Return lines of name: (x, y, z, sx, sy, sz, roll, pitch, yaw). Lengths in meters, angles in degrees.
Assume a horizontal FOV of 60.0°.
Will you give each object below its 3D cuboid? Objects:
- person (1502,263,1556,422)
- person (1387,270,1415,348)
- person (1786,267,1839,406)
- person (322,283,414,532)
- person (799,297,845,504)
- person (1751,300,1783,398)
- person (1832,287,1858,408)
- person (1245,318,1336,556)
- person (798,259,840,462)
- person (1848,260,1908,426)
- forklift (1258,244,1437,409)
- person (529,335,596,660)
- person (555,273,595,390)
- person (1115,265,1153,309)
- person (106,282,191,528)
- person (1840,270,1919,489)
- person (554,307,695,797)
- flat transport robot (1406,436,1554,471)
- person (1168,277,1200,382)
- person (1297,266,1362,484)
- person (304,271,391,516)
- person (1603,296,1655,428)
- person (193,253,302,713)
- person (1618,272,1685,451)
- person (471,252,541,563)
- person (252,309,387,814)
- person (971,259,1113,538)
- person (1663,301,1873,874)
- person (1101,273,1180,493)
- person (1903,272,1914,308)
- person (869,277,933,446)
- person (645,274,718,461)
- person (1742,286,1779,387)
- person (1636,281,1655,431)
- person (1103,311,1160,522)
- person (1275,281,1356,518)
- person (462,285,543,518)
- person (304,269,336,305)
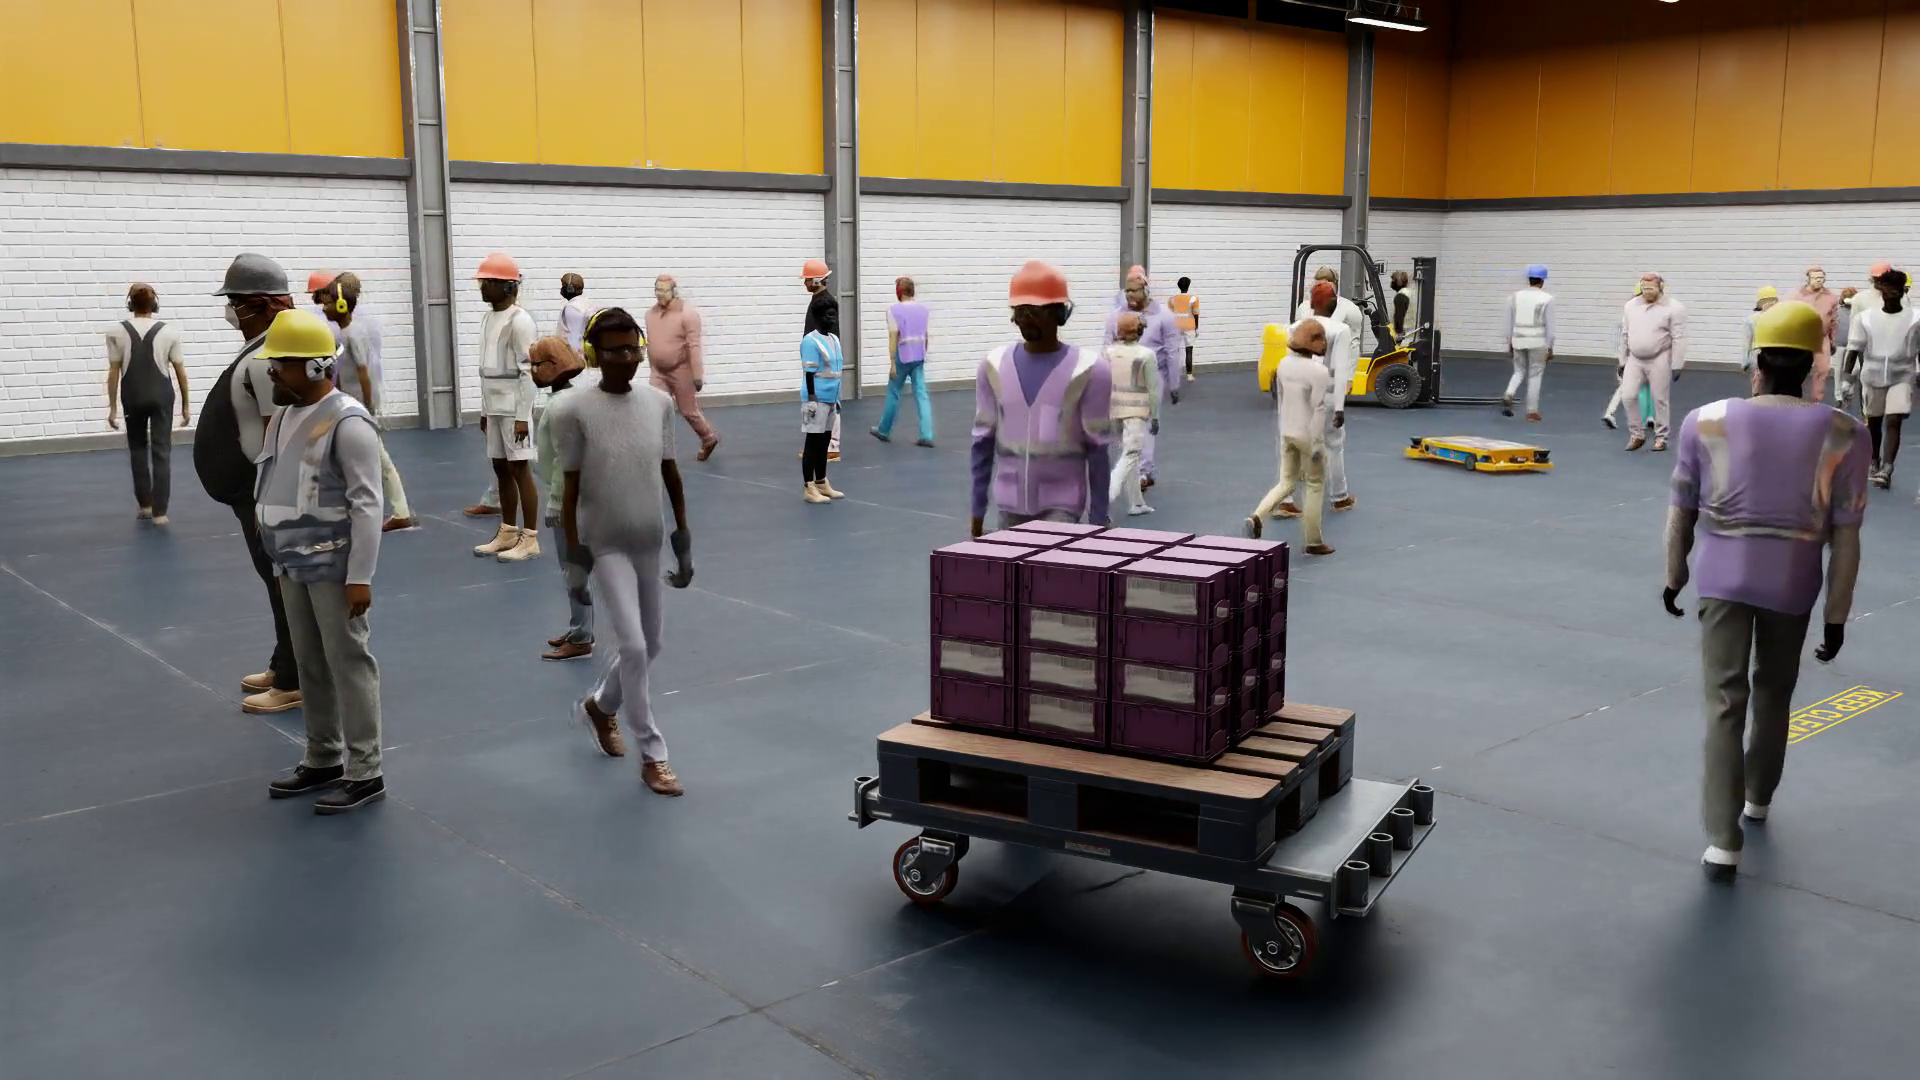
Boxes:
person: (6.939, -2.395, 20.274, 0.517, 1.936, 0.616, -8, 13, -39)
person: (6.318, -2.910, 23.606, 0.637, 1.825, 0.645, 3, 10, 17)
person: (10.807, -2.508, 21.089, 0.683, 1.880, 0.756, 2, 10, 9)
person: (-4.460, -0.931, 12.020, 0.944, 1.818, 0.497, -3, 10, -16)
person: (-1.136, -1.150, 13.693, 0.322, 1.691, 0.535, 4, 10, 21)
person: (7.244, -1.315, 14.835, 0.517, 1.632, 0.330, -6, 11, -32)
person: (11.732, -2.543, 22.069, 0.533, 1.604, 0.714, 6, 12, 33)
person: (2.254, -0.678, 11.136, 0.611, 1.616, 0.508, -6, 11, -31)
person: (-1.378, -1.759, 16.387, 0.392, 1.990, 0.611, -4, 10, -22)
person: (10.988, -2.358, 19.929, 0.634, 1.976, 0.535, 4, 10, 20)
forklift: (5.256, -2.933, 22.661, 2.313, 2.155, 1.214, 3, 10, 16)
person: (-1.997, -0.213, 8.378, 0.278, 1.633, 0.498, -1, 10, -5)
person: (-4.115, -1.922, 17.775, 0.429, 1.845, 0.622, 0, 10, 2)
person: (2.443, -2.810, 22.833, 0.561, 1.887, 0.941, 6, 11, 31)
person: (-6.118, -1.025, 12.568, 0.551, 1.820, 0.754, -4, 10, -21)
person: (8.163, -1.421, 14.673, 0.633, 1.906, 1.020, 7, 12, 36)
person: (-1.298, 0.024, 6.422, 0.537, 1.833, 0.765, -8, 13, -39)
flat transport robot: (5.006, -0.847, 16.074, 0.652, 0.197, 1.431, -3, 10, -19)
person: (3.608, -3.401, 26.883, 0.531, 1.692, 0.320, 4, 10, 22)
person: (3.244, -1.463, 14.820, 0.627, 1.934, 0.370, 7, 12, 37)
person: (-4.733, -1.095, 12.766, 0.701, 1.905, 0.401, 1, 10, 5)
person: (7.945, -2.106, 19.546, 0.828, 1.598, 0.508, -6, 12, -32)
person: (-3.131, -0.258, 7.453, 0.538, 2.000, 0.684, -4, 10, -22)
person: (7.123, -1.835, 17.214, 0.704, 1.856, 0.685, 9, 13, 44)
person: (-3.028, -0.876, 11.047, 0.370, 2.048, 0.607, -9, 13, -42)
person: (-2.350, 0.079, 6.083, 0.602, 1.830, 0.404, 8, 13, 39)
person: (0.354, -0.183, 7.095, 0.623, 2.017, 0.913, 4, 11, 25)
person: (2.702, 0.137, 5.621, 0.588, 1.878, 0.993, 4, 10, 20)
person: (1.499, -1.334, 14.259, 0.648, 1.864, 0.945, 6, 11, 32)
person: (12.854, -2.780, 22.913, 0.604, 1.809, 0.436, -5, 11, -27)
person: (-0.593, -1.910, 17.838, 0.591, 1.788, 0.982, -8, 12, -38)
person: (-2.701, -1.632, 16.065, 0.648, 1.876, 0.872, 4, 11, 24)
person: (8.957, -1.967, 18.488, 0.509, 1.692, 0.893, 8, 12, 38)
person: (7.973, -2.143, 19.343, 0.540, 1.741, 0.541, 1, 10, 8)
person: (1.267, -0.947, 12.746, 0.770, 1.612, 0.523, -9, 13, -42)
person: (2.771, -1.089, 12.938, 0.595, 1.835, 0.979, 9, 13, 43)
person: (-3.373, -1.089, 12.727, 0.919, 1.911, 0.632, 0, 10, 1)
person: (-5.103, -1.255, 13.667, 0.534, 1.915, 0.562, 2, 10, 13)
